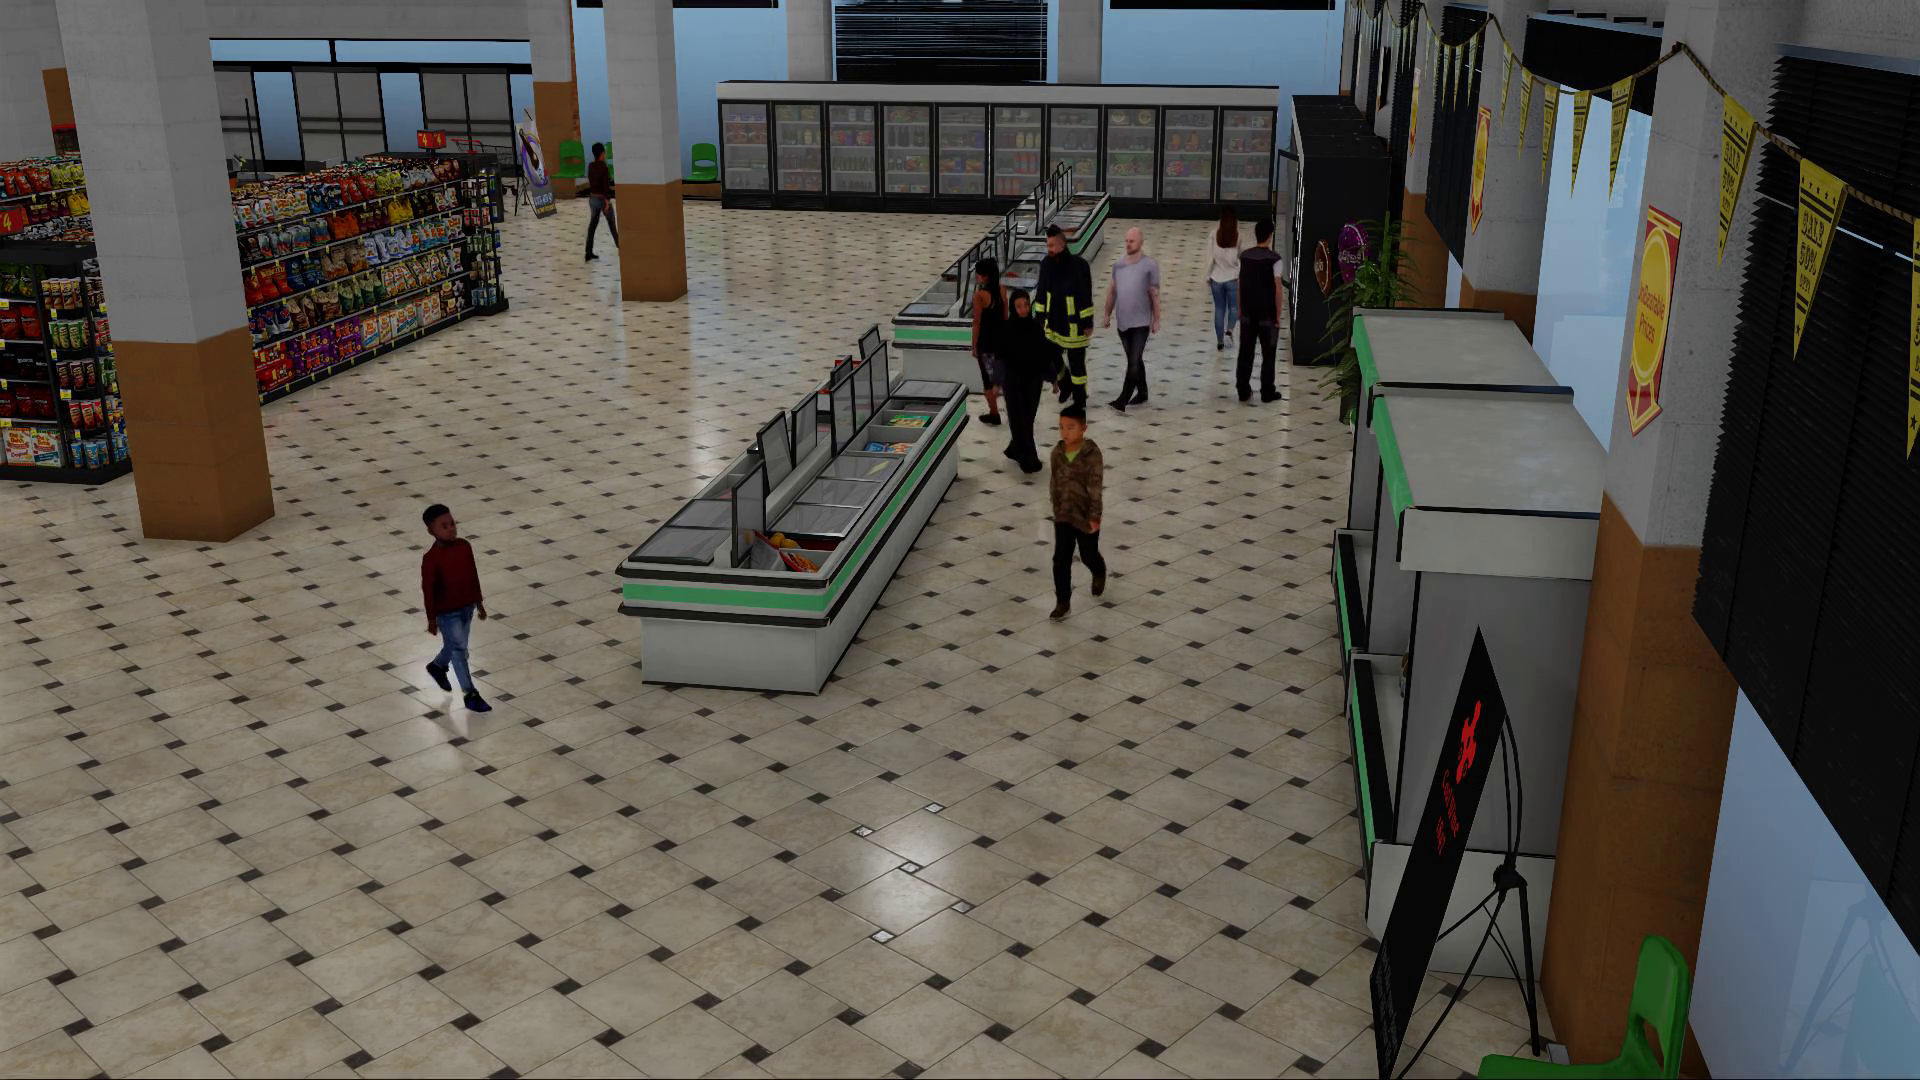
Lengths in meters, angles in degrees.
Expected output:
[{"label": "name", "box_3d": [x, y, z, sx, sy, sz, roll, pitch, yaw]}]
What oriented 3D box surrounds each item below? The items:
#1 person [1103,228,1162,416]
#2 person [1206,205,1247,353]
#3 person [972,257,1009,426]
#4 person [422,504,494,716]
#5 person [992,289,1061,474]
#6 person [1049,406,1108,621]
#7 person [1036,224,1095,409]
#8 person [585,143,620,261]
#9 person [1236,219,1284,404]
[{"label": "person", "box_3d": [1.764, -2.165, 16.449, 1.059, 1.798, 1.228, 17, 25, 41]}, {"label": "person", "box_3d": [3.031, -2.956, 18.981, 0.636, 1.680, 0.759, 4, 19, 12]}, {"label": "person", "box_3d": [0.356, -1.864, 15.801, 0.842, 1.642, 0.885, -14, 23, -36]}, {"label": "person", "box_3d": [-3.016, 0.379, 9.774, 0.724, 1.242, 0.841, 9, 21, 26]}, {"label": "person", "box_3d": [0.505, -1.400, 14.493, 1.032, 1.598, 1.169, -8, 20, -23]}, {"label": "person", "box_3d": [0.820, -0.202, 11.197, 0.699, 1.435, 0.943, 8, 20, 23]}, {"label": "person", "box_3d": [1.088, -2.209, 16.531, 0.949, 1.830, 0.925, 7, 20, 21]}, {"label": "person", "box_3d": [-5.534, -5.090, 25.237, 0.973, 1.727, 1.209, 13, 23, 34]}, {"label": "person", "box_3d": [2.994, -2.307, 16.795, 0.746, 1.847, 0.743, 12, 22, 31]}]
